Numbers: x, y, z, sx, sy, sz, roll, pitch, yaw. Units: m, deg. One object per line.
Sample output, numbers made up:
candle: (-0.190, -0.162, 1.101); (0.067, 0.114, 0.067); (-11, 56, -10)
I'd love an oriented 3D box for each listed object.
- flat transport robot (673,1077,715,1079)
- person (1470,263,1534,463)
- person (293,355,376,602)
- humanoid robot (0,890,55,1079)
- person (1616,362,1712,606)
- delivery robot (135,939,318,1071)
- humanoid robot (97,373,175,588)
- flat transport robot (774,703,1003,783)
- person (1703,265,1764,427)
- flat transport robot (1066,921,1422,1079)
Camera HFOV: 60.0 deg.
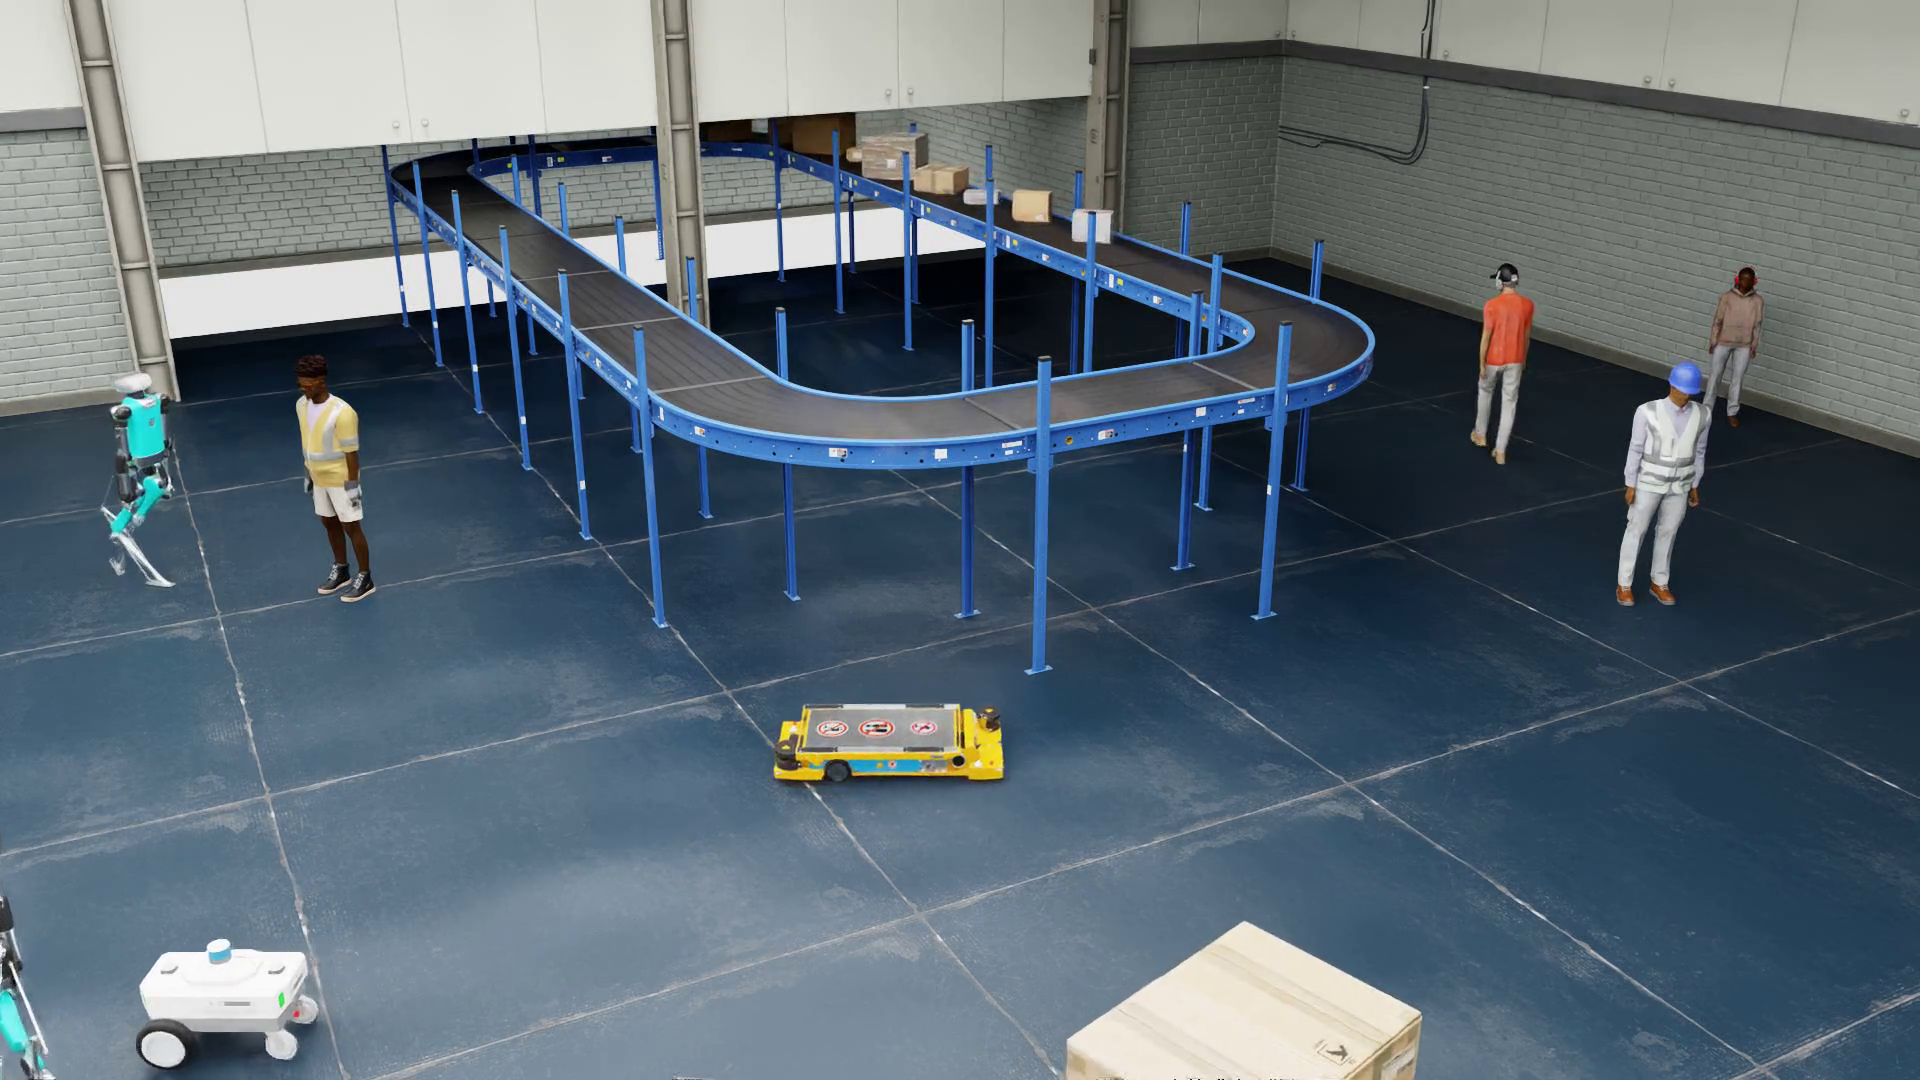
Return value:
flat transport robot: (-0.762, 2.683, 7.244); (1.431, 0.231, 0.659); (2, 22, 5)
person: (5.220, -1.742, 16.038); (0.504, 1.875, 0.867); (3, 22, 7)
person: (-4.847, -0.488, 12.834); (0.602, 1.959, 0.372); (14, 26, 30)
humanoid robot: (-4.174, 1.952, 7.070); (0.693, 1.773, 0.530); (15, 26, 32)
person: (5.372, -0.431, 12.710); (0.601, 1.944, 0.388); (-1, 22, -2)
delivery robot: (-3.565, 2.216, 8.042); (0.802, 0.614, 0.499); (0, 22, 0)
humanoid robot: (-6.591, -0.436, 13.072); (0.884, 1.829, 0.552); (7, 23, 17)
flat transport robot: (-0.448, 1.300, 10.663); (1.431, 0.231, 0.659); (0, 22, 0)
person: (7.864, -1.977, 16.915); (0.458, 1.651, 0.336); (7, 23, 17)
flat transport robot: (1.192, 2.664, 7.289); (0.659, 0.231, 1.431); (-20, 29, -40)
